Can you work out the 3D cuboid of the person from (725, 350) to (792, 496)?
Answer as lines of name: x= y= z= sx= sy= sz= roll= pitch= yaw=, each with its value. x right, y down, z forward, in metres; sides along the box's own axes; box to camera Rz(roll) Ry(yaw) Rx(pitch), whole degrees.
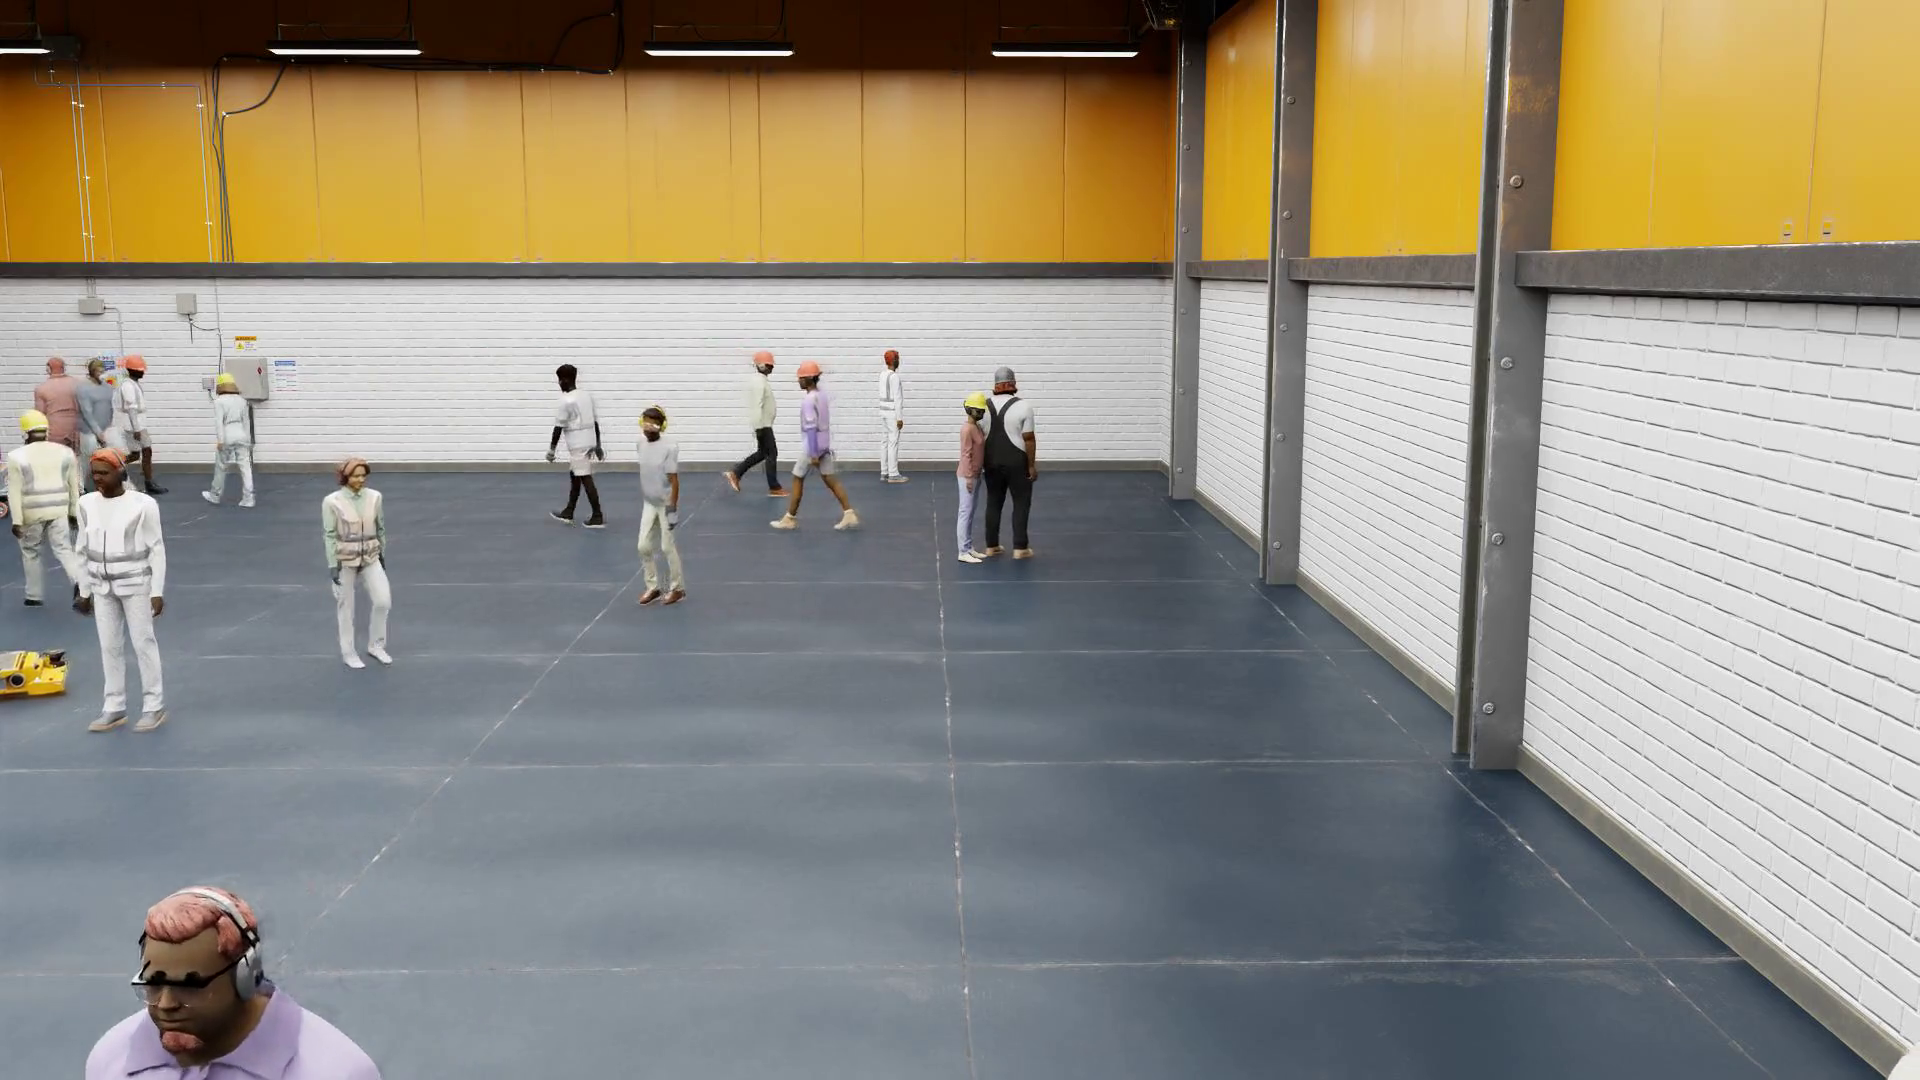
person: x=-2.697 y=-1.548 z=22.141 sx=0.823 sy=1.972 sz=0.622 roll=-1 pitch=9 yaw=-3

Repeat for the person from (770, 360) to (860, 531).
person: x=-1.658 y=-1.080 z=19.231 sx=1.062 sy=1.997 sz=0.613 roll=3 pitch=10 yaw=19

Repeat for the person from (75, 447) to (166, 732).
person: x=-5.502 y=0.328 z=10.908 sx=0.583 sy=1.876 sz=0.338 roll=1 pitch=9 yaw=6

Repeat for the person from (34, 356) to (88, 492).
person: x=-11.660 y=-1.435 z=21.655 sx=0.692 sy=1.896 sz=0.415 roll=-8 pitch=12 yaw=-39

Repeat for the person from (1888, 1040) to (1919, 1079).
person: x=1.973 y=1.593 z=3.042 sx=0.421 sy=1.919 sz=0.646 roll=-6 pitch=11 yaw=-32

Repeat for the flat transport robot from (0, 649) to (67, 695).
flat transport robot: x=-7.161 y=0.986 z=11.788 sx=1.431 sy=0.197 sz=0.652 roll=-4 pitch=10 yaw=-25

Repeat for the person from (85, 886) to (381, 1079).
person: x=-1.430 y=1.569 z=3.358 sx=0.652 sy=1.863 sz=0.993 roll=1 pitch=9 yaw=7

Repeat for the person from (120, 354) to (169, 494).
person: x=-11.117 y=-1.534 z=22.253 sx=0.763 sy=1.908 sz=0.545 roll=-2 pitch=9 yaw=-12

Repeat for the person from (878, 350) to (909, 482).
person: x=-0.966 y=-1.763 z=23.714 sx=0.344 sy=1.881 sz=0.581 roll=-5 pitch=10 yaw=-26

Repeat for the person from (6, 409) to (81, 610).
person: x=-8.069 y=-0.251 z=14.709 sx=0.787 sy=1.809 sz=0.602 roll=7 pitch=12 yaw=38

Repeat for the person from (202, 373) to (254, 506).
person: x=-9.395 y=-1.288 z=21.351 sx=0.876 sy=1.691 sz=0.503 roll=6 pitch=11 yaw=32

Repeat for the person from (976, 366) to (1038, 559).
person: x=0.506 y=-0.828 z=17.500 sx=0.693 sy=2.000 sz=0.535 roll=5 pitch=11 yaw=29

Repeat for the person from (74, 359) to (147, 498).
person: x=-11.105 y=-1.394 z=21.476 sx=1.072 sy=1.874 sz=0.620 roll=3 pitch=10 yaw=19

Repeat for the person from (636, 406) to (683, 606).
person: x=-2.673 y=-0.302 z=14.915 sx=0.533 sy=1.829 sz=0.582 roll=5 pitch=11 yaw=28

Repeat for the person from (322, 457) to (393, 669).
person: x=-4.550 y=0.187 z=12.566 sx=0.488 sy=1.622 sz=0.532 roll=9 pitch=13 yaw=42

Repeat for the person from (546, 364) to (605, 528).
person: x=-4.573 y=-1.091 z=19.508 sx=0.916 sy=1.906 sz=0.615 roll=3 pitch=10 yaw=18

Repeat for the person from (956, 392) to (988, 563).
person: x=0.137 y=-0.649 z=17.262 sx=0.329 sy=1.763 sz=0.523 roll=2 pitch=9 yaw=12
